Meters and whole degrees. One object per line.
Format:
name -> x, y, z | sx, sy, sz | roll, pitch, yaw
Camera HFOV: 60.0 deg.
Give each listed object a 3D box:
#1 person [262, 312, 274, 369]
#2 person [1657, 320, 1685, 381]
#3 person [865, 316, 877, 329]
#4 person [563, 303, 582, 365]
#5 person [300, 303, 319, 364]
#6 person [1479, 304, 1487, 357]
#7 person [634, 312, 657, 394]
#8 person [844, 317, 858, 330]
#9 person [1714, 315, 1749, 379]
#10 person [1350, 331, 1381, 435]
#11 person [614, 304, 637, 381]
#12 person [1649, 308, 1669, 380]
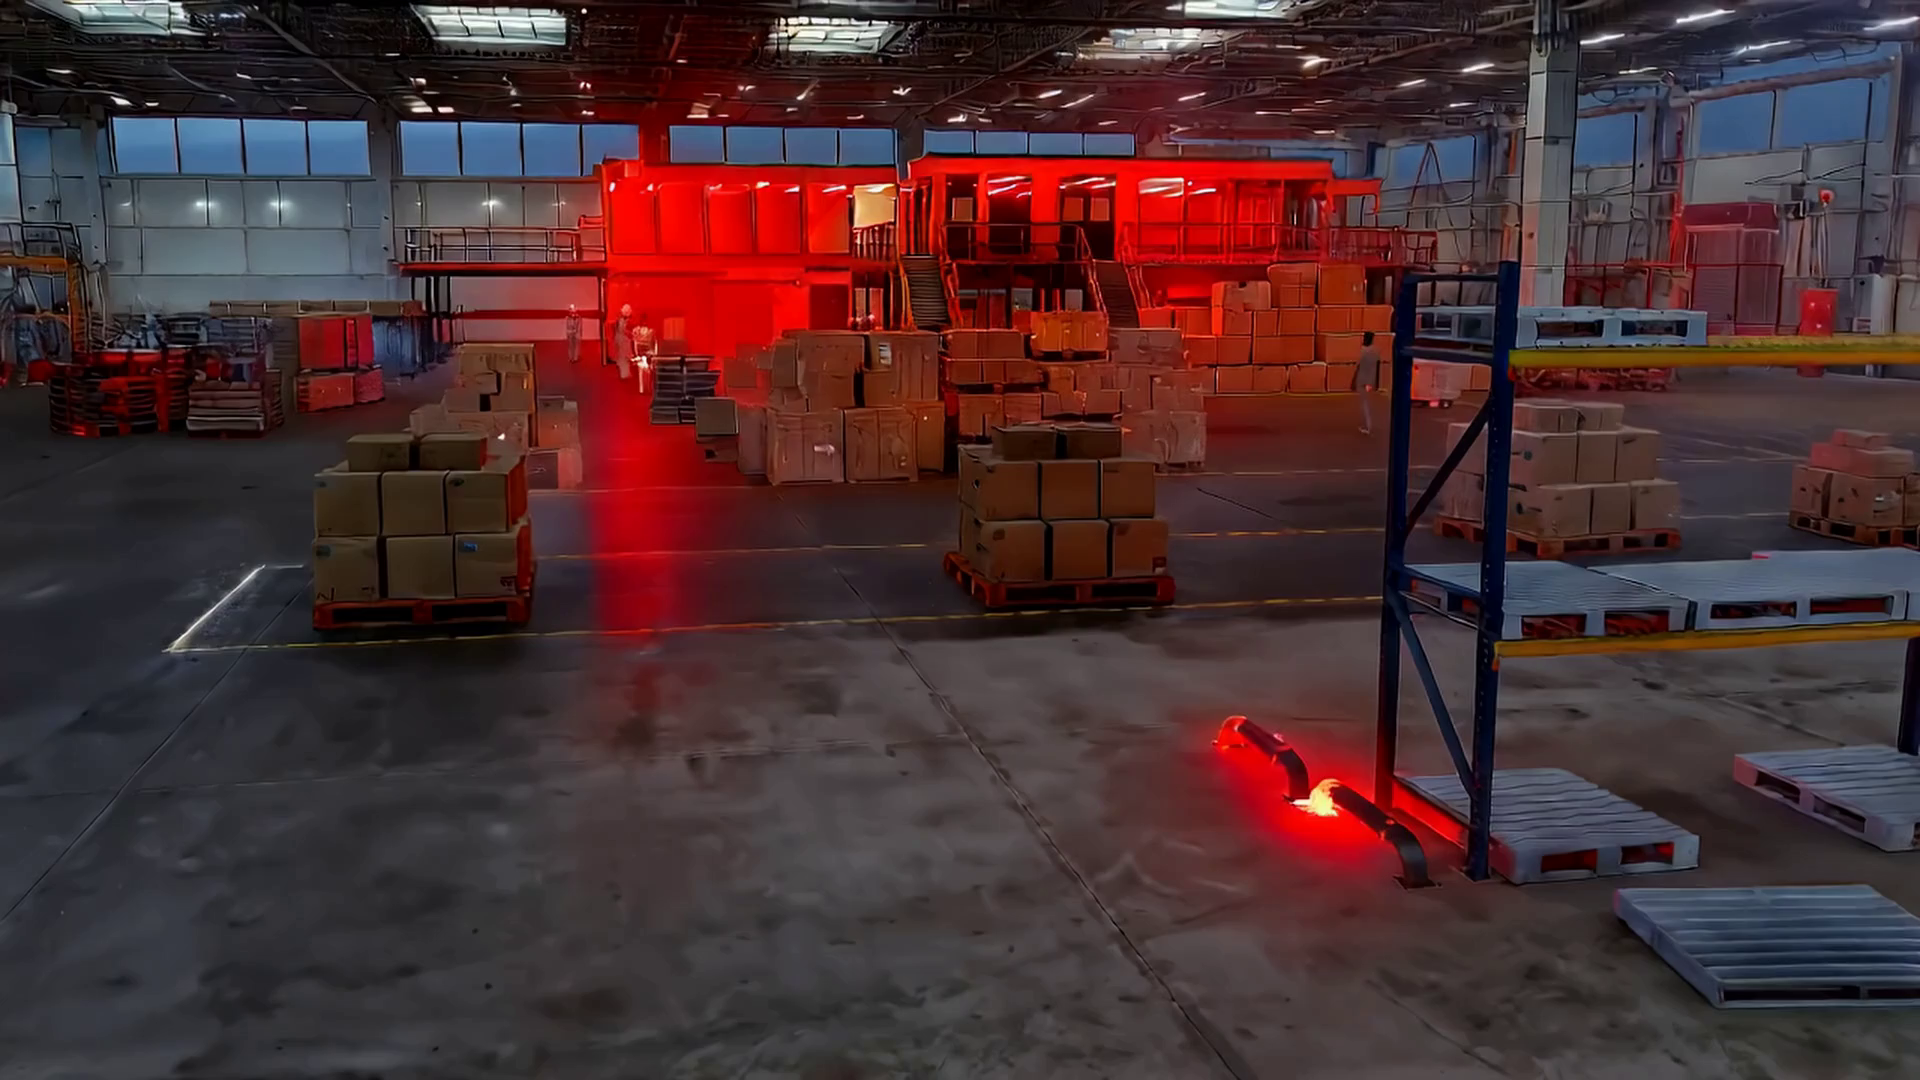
person -> -19.075, -5.398, 45.945 | 0.333, 1.761, 0.526 | -9, 13, -44
person -> 18.530, -5.032, 43.330 | 1.016, 1.877, 0.577 | -1, 9, -8
person -> -2.039, -4.153, 37.989 | 0.647, 1.910, 0.937 | -2, 10, -13
person -> -11.911, -6.335, 51.195 | 0.583, 1.908, 0.464 | -3, 10, -16
person -> -20.339, -6.456, 52.031 | 0.581, 1.880, 0.479 | 0, 9, 0
person -> 14.315, -5.471, 45.660 | 0.384, 1.993, 0.623 | -1, 9, -3
person -> -7.450, -4.427, 39.461 | 0.545, 1.943, 0.347 | -3, 10, -19
person -> -2.119, -3.308, 32.338 | 0.614, 2.039, 0.394 | 0, 9, -1
person -> 20.673, -5.145, 44.505 | 0.887, 1.727, 0.532 | 8, 12, 41
person -> 7.260, -2.822, 29.943 | 0.565, 1.850, 0.602 | -5, 11, -29
person -> -8.852, -5.249, 44.171 | 0.536, 2.000, 0.684 | -8, 12, -40
person -> 18.631, -5.198, 44.242 | 0.586, 1.916, 0.391 | 2, 9, 11
